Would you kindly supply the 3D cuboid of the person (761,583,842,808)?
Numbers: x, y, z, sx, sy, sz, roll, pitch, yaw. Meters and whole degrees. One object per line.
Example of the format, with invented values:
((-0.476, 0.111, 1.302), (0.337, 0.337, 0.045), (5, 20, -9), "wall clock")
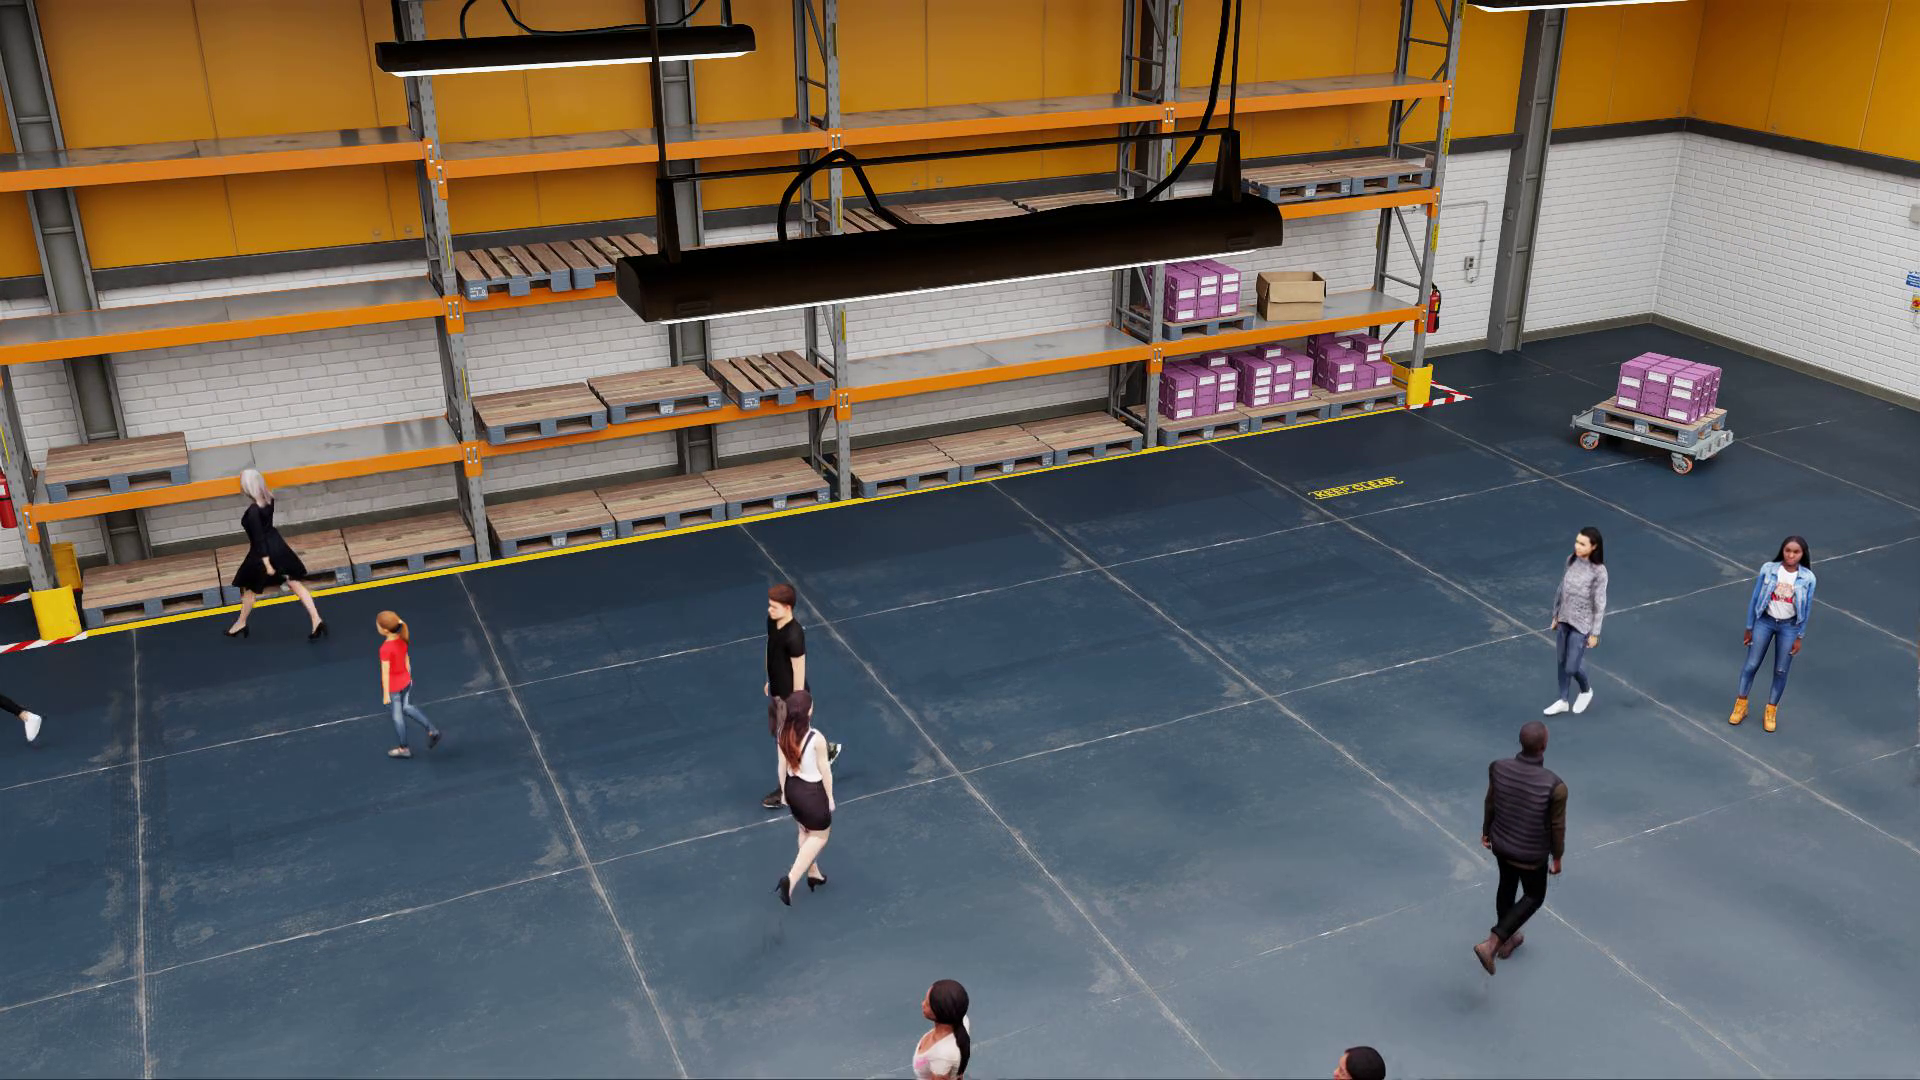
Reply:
((-1.241, 1.148, 12.755), (0.956, 1.846, 0.691), (-12, 26, -25), "person")

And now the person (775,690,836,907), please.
((-1.094, 1.822, 11.479), (0.864, 1.635, 0.971), (12, 26, 25), "person")

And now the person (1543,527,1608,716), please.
((5.250, 0.683, 13.970), (0.620, 1.726, 0.628), (-11, 26, -23), "person")

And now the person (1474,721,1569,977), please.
((3.603, 2.025, 10.782), (1.070, 1.821, 0.900), (-22, 32, -40), "person")

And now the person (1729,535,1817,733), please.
((6.775, 0.755, 13.823), (0.674, 1.713, 0.703), (12, 26, 26), "person")

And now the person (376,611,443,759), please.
((-4.455, 1.174, 13.378), (0.767, 1.300, 0.679), (4, 24, 9), "person")

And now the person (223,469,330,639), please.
((-6.209, 0.182, 15.162), (1.276, 1.690, 0.973), (1, 24, 1), "person")

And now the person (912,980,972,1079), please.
((0.001, 3.029, 8.623), (1.171, 1.710, 1.017), (4, 24, 10), "person")
